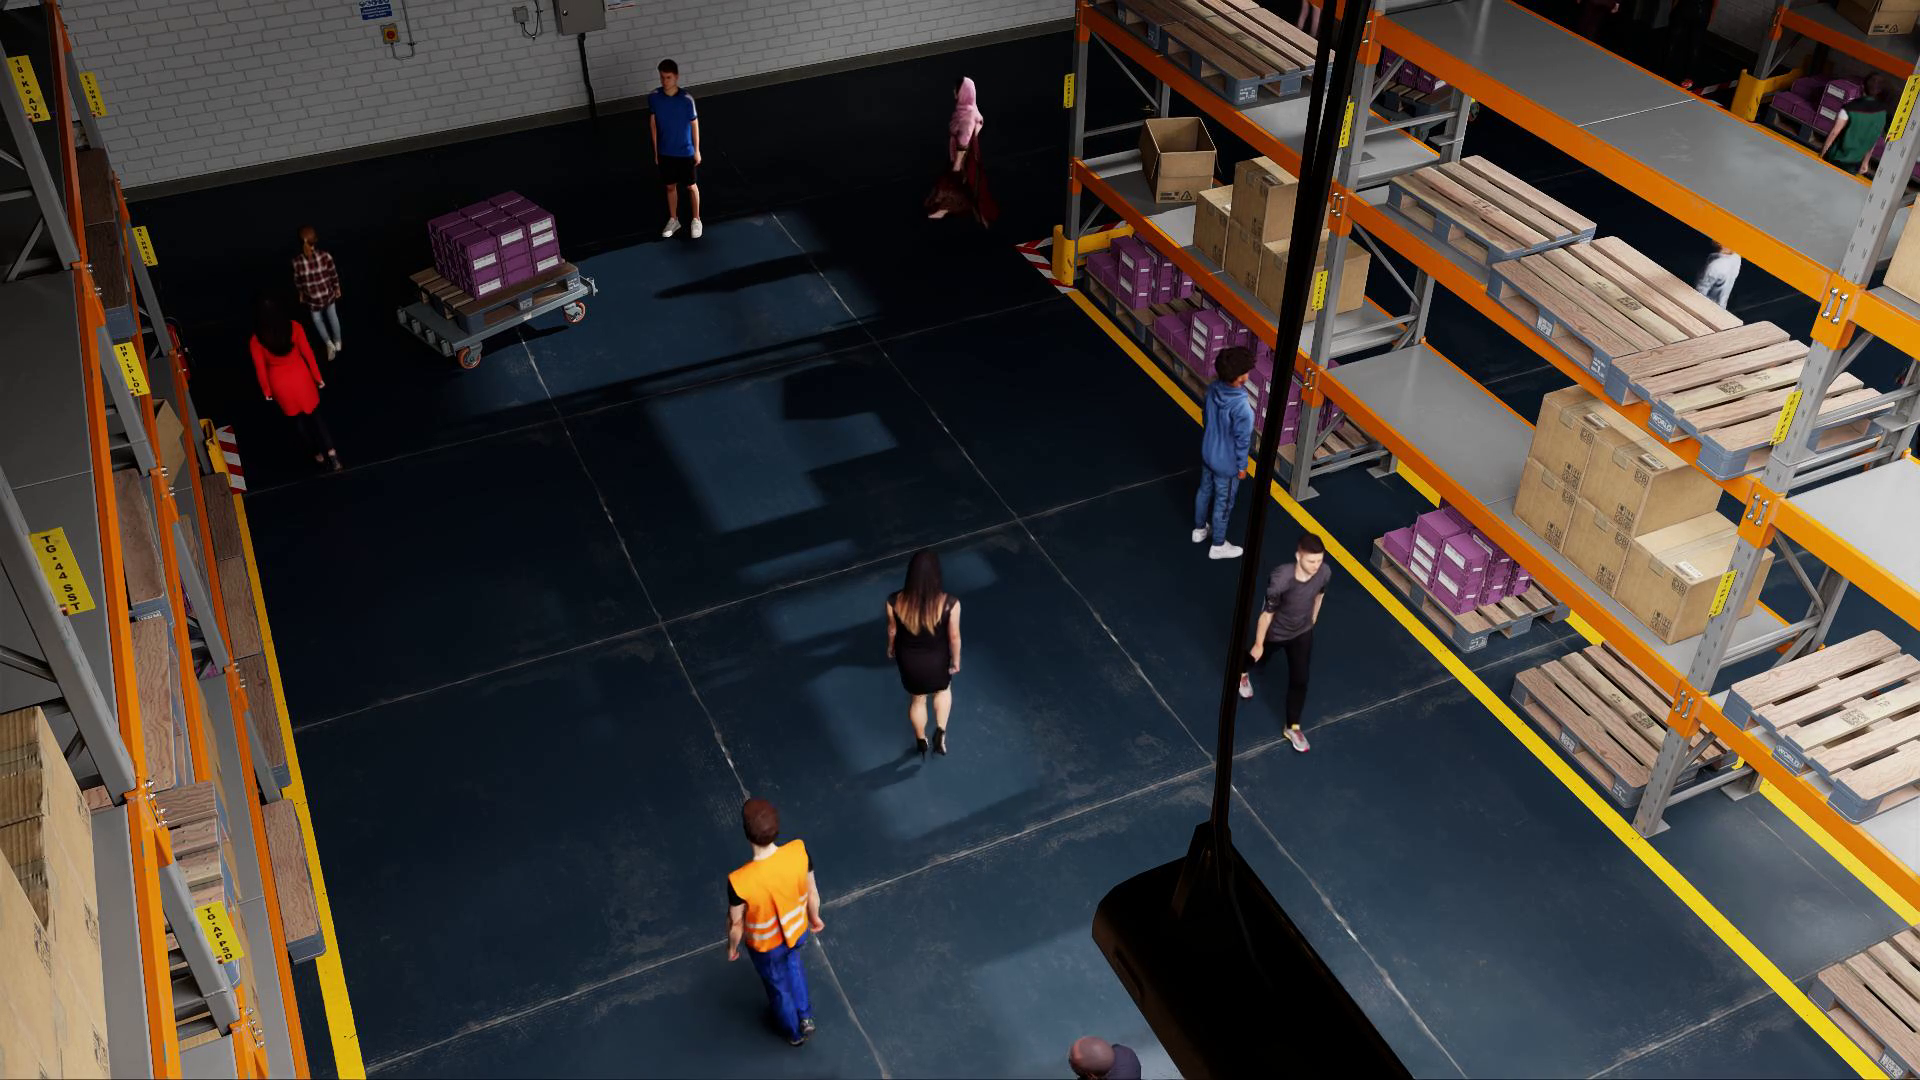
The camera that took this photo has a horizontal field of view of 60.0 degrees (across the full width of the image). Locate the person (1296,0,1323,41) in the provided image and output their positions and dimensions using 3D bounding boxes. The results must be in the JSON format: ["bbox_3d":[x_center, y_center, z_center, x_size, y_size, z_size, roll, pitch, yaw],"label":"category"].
[{"bbox_3d":[4.379,-6.821,20.576,0.545,1.557,0.649,31,48,33],"label":"person"}]

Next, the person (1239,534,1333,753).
[{"bbox_3d":[2.161,0.563,11.204,0.771,1.715,1.153,-11,40,-13],"label":"person"}]

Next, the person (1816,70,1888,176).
[{"bbox_3d":[8.771,-3.725,16.493,0.868,1.815,1.173,-5,39,-7],"label":"person"}]

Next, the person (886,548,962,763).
[{"bbox_3d":[-0.241,0.833,10.874,0.762,1.705,0.795,1,39,1],"label":"person"}]

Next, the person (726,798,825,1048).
[{"bbox_3d":[-0.951,2.176,9.054,0.777,1.877,0.765,-27,46,-29],"label":"person"}]

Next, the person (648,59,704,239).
[{"bbox_3d":[-2.841,-3.941,16.723,0.736,1.865,0.754,4,39,5],"label":"person"}]

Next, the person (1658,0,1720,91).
[{"bbox_3d":[8.640,-6.234,19.633,0.756,1.816,0.828,15,41,18],"label":"person"}]

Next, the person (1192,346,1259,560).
[{"bbox_3d":[2.009,-0.673,12.679,0.730,1.805,0.475,-17,42,-20],"label":"person"}]

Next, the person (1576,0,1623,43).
[{"bbox_3d":[7.677,-6.442,19.884,0.965,1.829,1.201,-3,39,-3],"label":"person"}]

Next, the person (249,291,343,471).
[{"bbox_3d":[-5.346,-1.192,13.388,0.709,1.732,0.837,-22,43,-25],"label":"person"}]

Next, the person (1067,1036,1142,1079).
[{"bbox_3d":[0.664,2.995,8.084,0.851,1.808,0.844,31,48,33],"label":"person"}]

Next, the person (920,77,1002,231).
[{"bbox_3d":[0.130,-3.902,16.876,0.965,1.614,1.104,-2,39,-3],"label":"person"}]

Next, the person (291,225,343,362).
[{"bbox_3d":[-5.784,-2.217,15.023,0.543,1.293,0.740,-18,42,-21],"label":"person"}]
